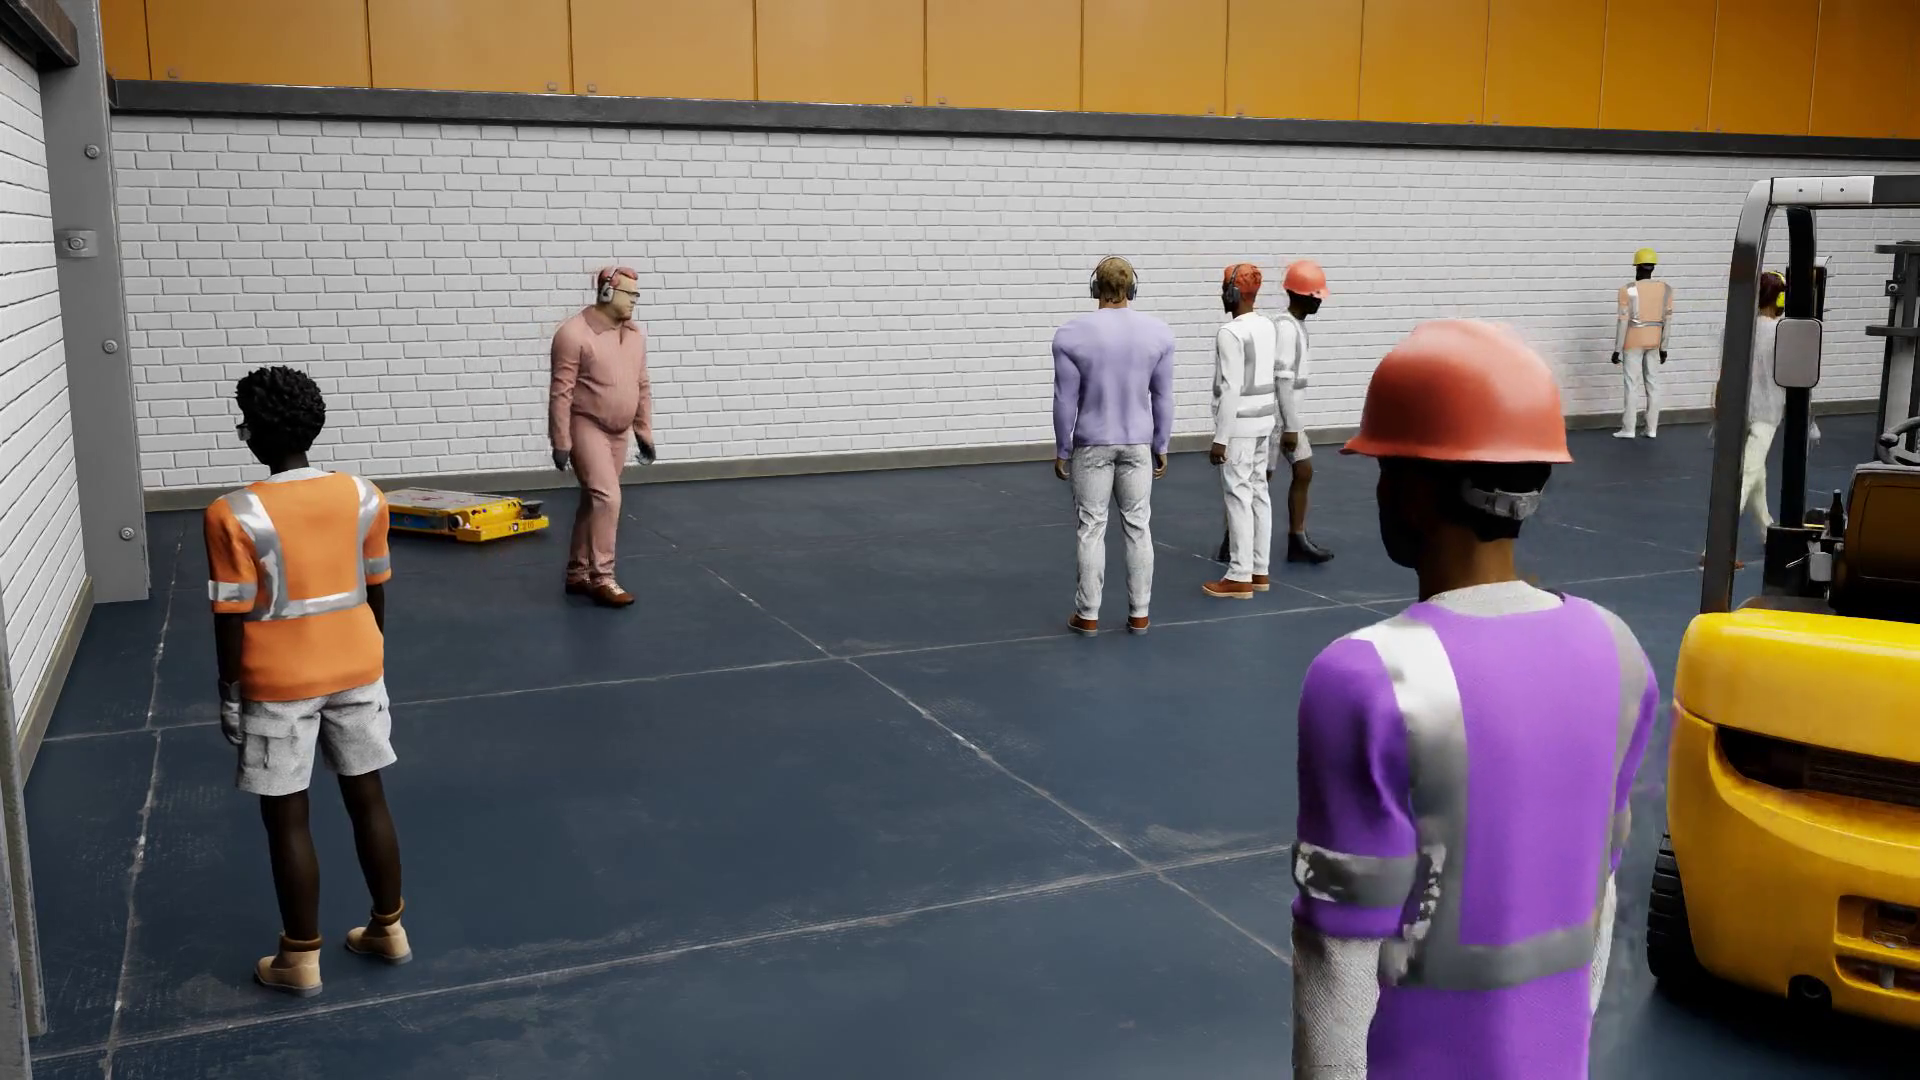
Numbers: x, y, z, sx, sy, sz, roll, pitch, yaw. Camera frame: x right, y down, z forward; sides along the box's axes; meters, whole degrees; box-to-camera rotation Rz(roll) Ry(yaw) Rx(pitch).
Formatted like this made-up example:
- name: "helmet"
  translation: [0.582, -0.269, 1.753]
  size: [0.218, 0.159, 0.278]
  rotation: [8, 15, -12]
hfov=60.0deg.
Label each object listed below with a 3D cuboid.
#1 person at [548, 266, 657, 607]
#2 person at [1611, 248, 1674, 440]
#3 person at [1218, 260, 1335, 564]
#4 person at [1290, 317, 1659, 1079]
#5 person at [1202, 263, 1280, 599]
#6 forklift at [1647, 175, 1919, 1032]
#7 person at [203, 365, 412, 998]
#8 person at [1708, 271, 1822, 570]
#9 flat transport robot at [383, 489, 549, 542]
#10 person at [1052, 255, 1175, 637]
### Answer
- name: "person"
  translation: [-1.969, -0.571, 9.221]
  size: [0.731, 1.873, 0.656]
  rotation: [5, 11, 25]
- name: "person"
  translation: [6.873, -1.977, 16.811]
  size: [0.594, 1.924, 0.382]
  rotation: [-2, 10, -9]
- name: "person"
  translation: [1.983, -0.759, 10.192]
  size: [0.831, 1.882, 0.560]
  rotation: [5, 11, 24]
- name: "person"
  translation: [0.636, 0.691, 2.113]
  size: [0.546, 1.926, 0.507]
  rotation: [-5, 12, -27]
- name: "person"
  translation: [1.592, -0.611, 9.403]
  size: [0.349, 1.882, 0.577]
  rotation: [8, 13, 36]
- name: "forklift"
  translation: [2.810, 0.094, 4.662]
  size: [1.214, 2.155, 2.313]
  rotation: [7, 12, 34]
- name: "person"
  translation: [-1.763, 0.378, 4.493]
  size: [0.321, 1.695, 0.533]
  rotation: [8, 13, 37]
- name: "person"
  translation: [4.974, -0.727, 10.235]
  size: [0.976, 1.819, 0.540]
  rotation: [-4, 11, -22]
- name: "flat transport robot"
  translation: [-3.618, -0.188, 11.520]
  size: [1.431, 0.197, 0.652]
  rotation: [6, 12, 28]
- name: "person"
  translation: [0.771, -0.468, 8.462]
  size: [0.631, 1.940, 0.372]
  rotation: [-1, 10, -7]
